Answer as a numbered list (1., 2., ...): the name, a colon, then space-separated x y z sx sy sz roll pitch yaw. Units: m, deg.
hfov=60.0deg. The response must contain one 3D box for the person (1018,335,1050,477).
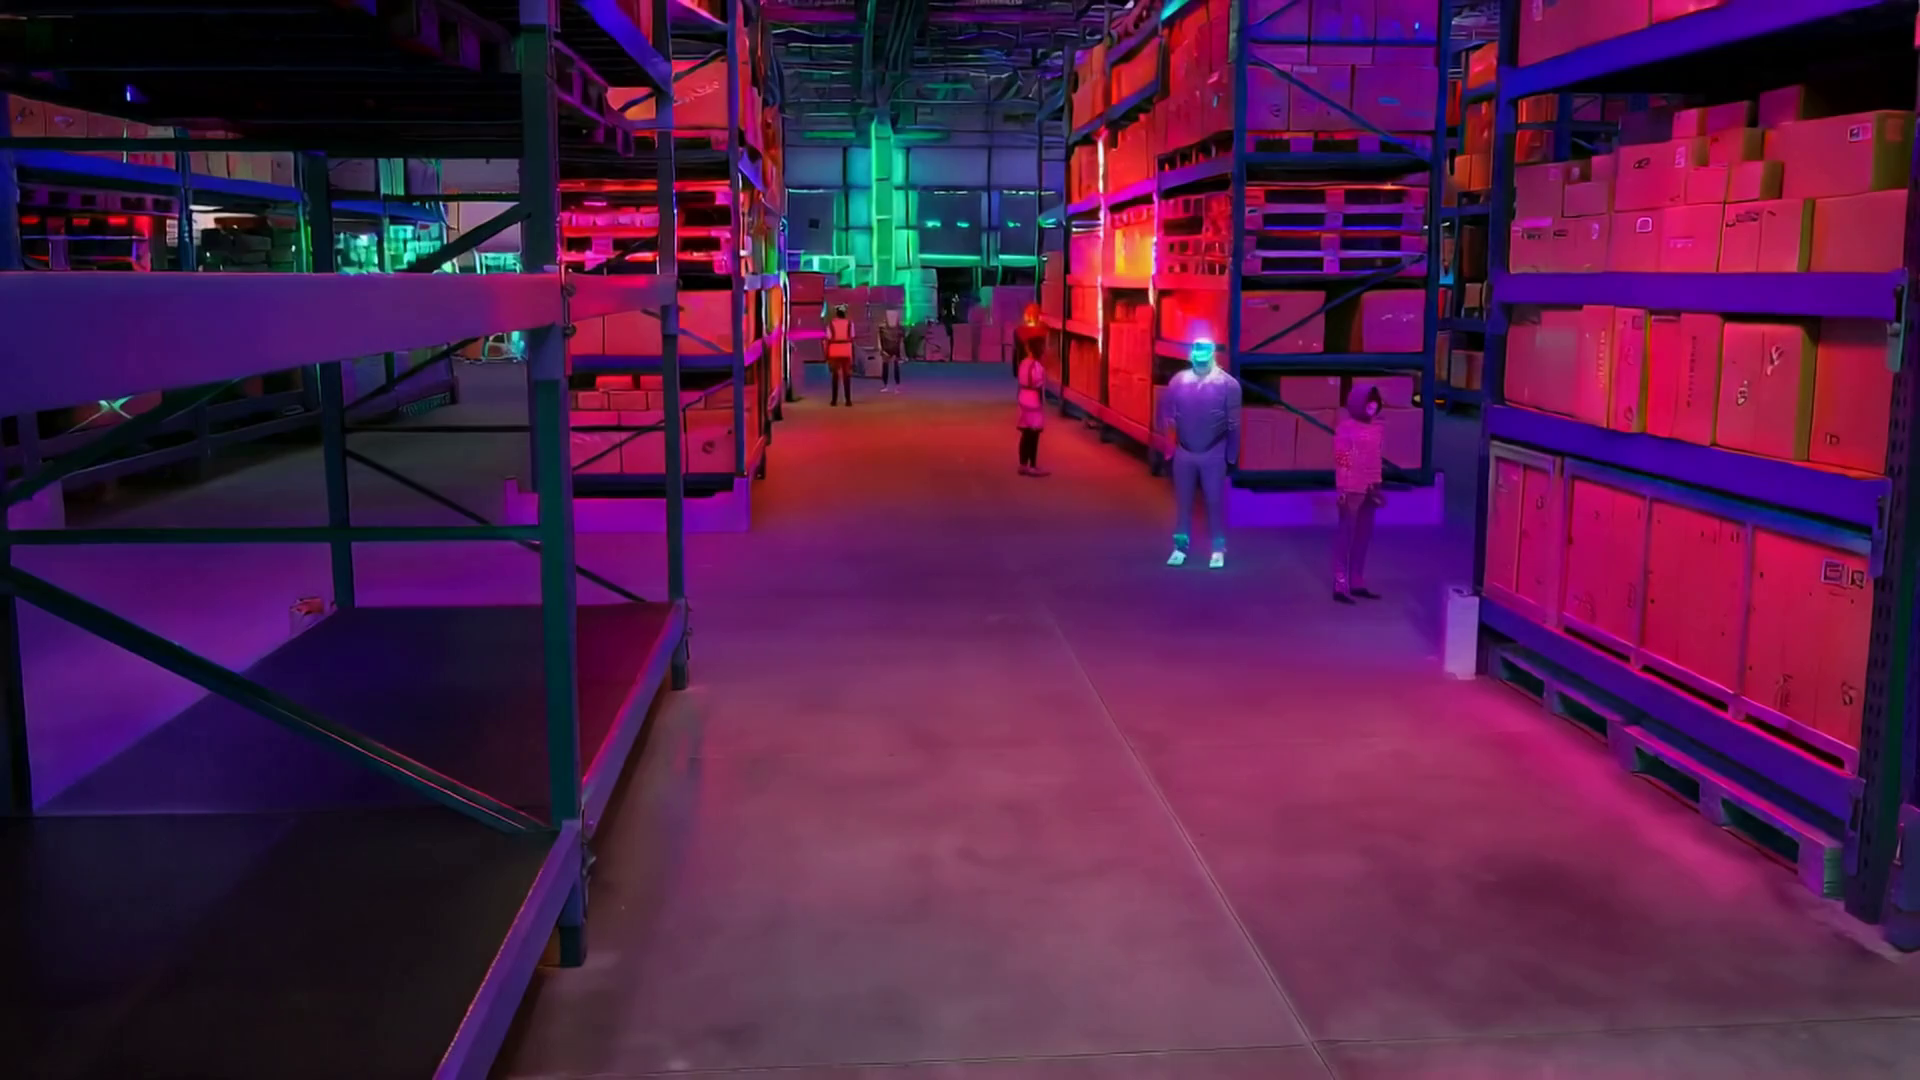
1. person: 0.873 -1.606 19.926 0.318 1.696 0.532 -4 10 -21

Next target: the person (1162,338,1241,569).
1. person: 1.962 -0.708 13.673 0.642 1.899 0.396 4 10 24

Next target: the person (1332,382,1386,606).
1. person: 2.925 -0.341 12.171 0.500 1.633 0.285 -7 12 -38

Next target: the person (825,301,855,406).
1. person: -2.192 -3.411 30.528 0.545 1.929 0.374 0 9 -2

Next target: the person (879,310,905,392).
1. person: -1.402 -3.869 34.128 0.540 1.695 0.317 -1 9 -6

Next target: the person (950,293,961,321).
1. person: -0.198 -9.068 66.767 0.535 1.685 0.462 -8 12 -42

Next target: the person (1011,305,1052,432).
1. person: 1.102 -2.634 25.617 0.631 1.940 0.372 2 9 10
